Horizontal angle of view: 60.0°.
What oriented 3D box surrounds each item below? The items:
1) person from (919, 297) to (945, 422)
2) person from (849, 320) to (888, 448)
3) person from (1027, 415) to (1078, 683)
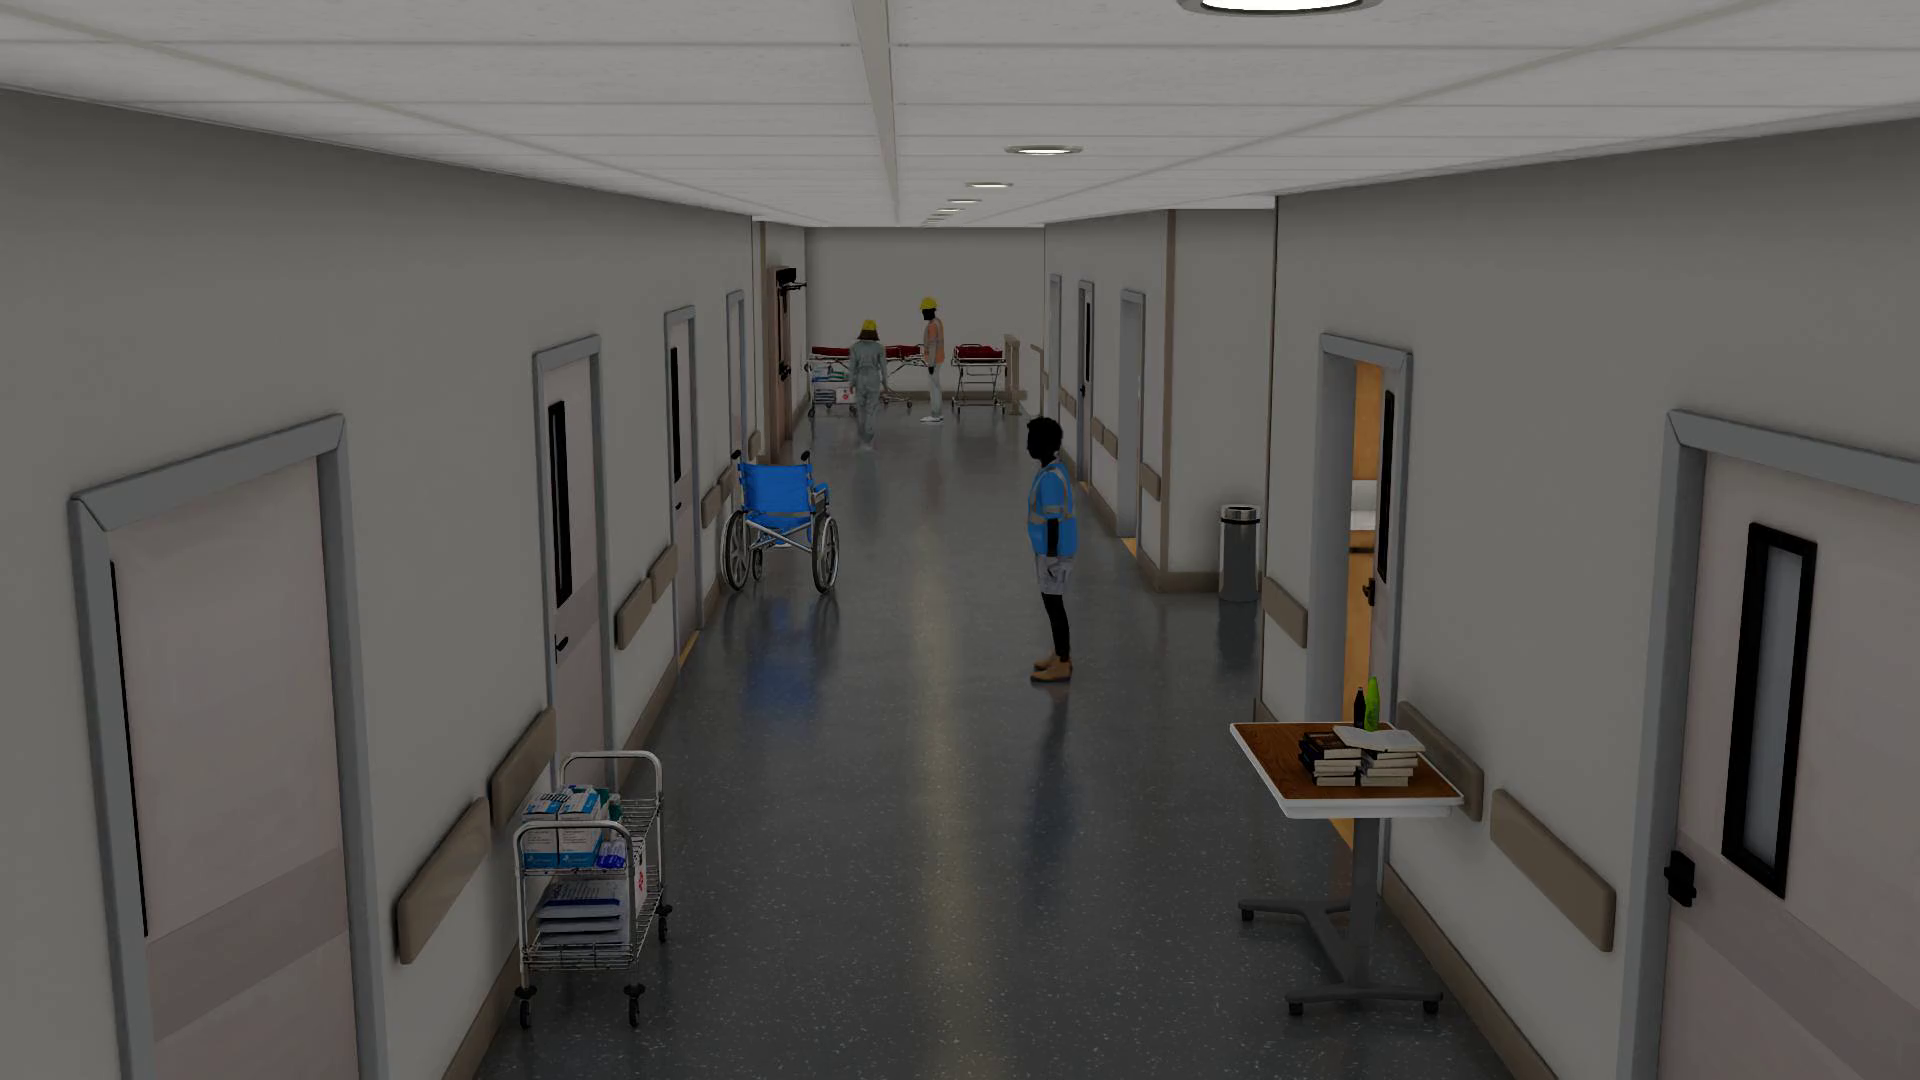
[{"bbox_3d":[-0.435,-2.783,25.711,0.399,1.918,0.587,1,10,5],"label":"person"},{"bbox_3d":[-1.226,-2.136,22.636,0.511,1.709,0.769,1,10,7],"label":"person"},{"bbox_3d":[0.585,0.057,10.514,0.324,1.689,0.548,1,10,6],"label":"person"}]
